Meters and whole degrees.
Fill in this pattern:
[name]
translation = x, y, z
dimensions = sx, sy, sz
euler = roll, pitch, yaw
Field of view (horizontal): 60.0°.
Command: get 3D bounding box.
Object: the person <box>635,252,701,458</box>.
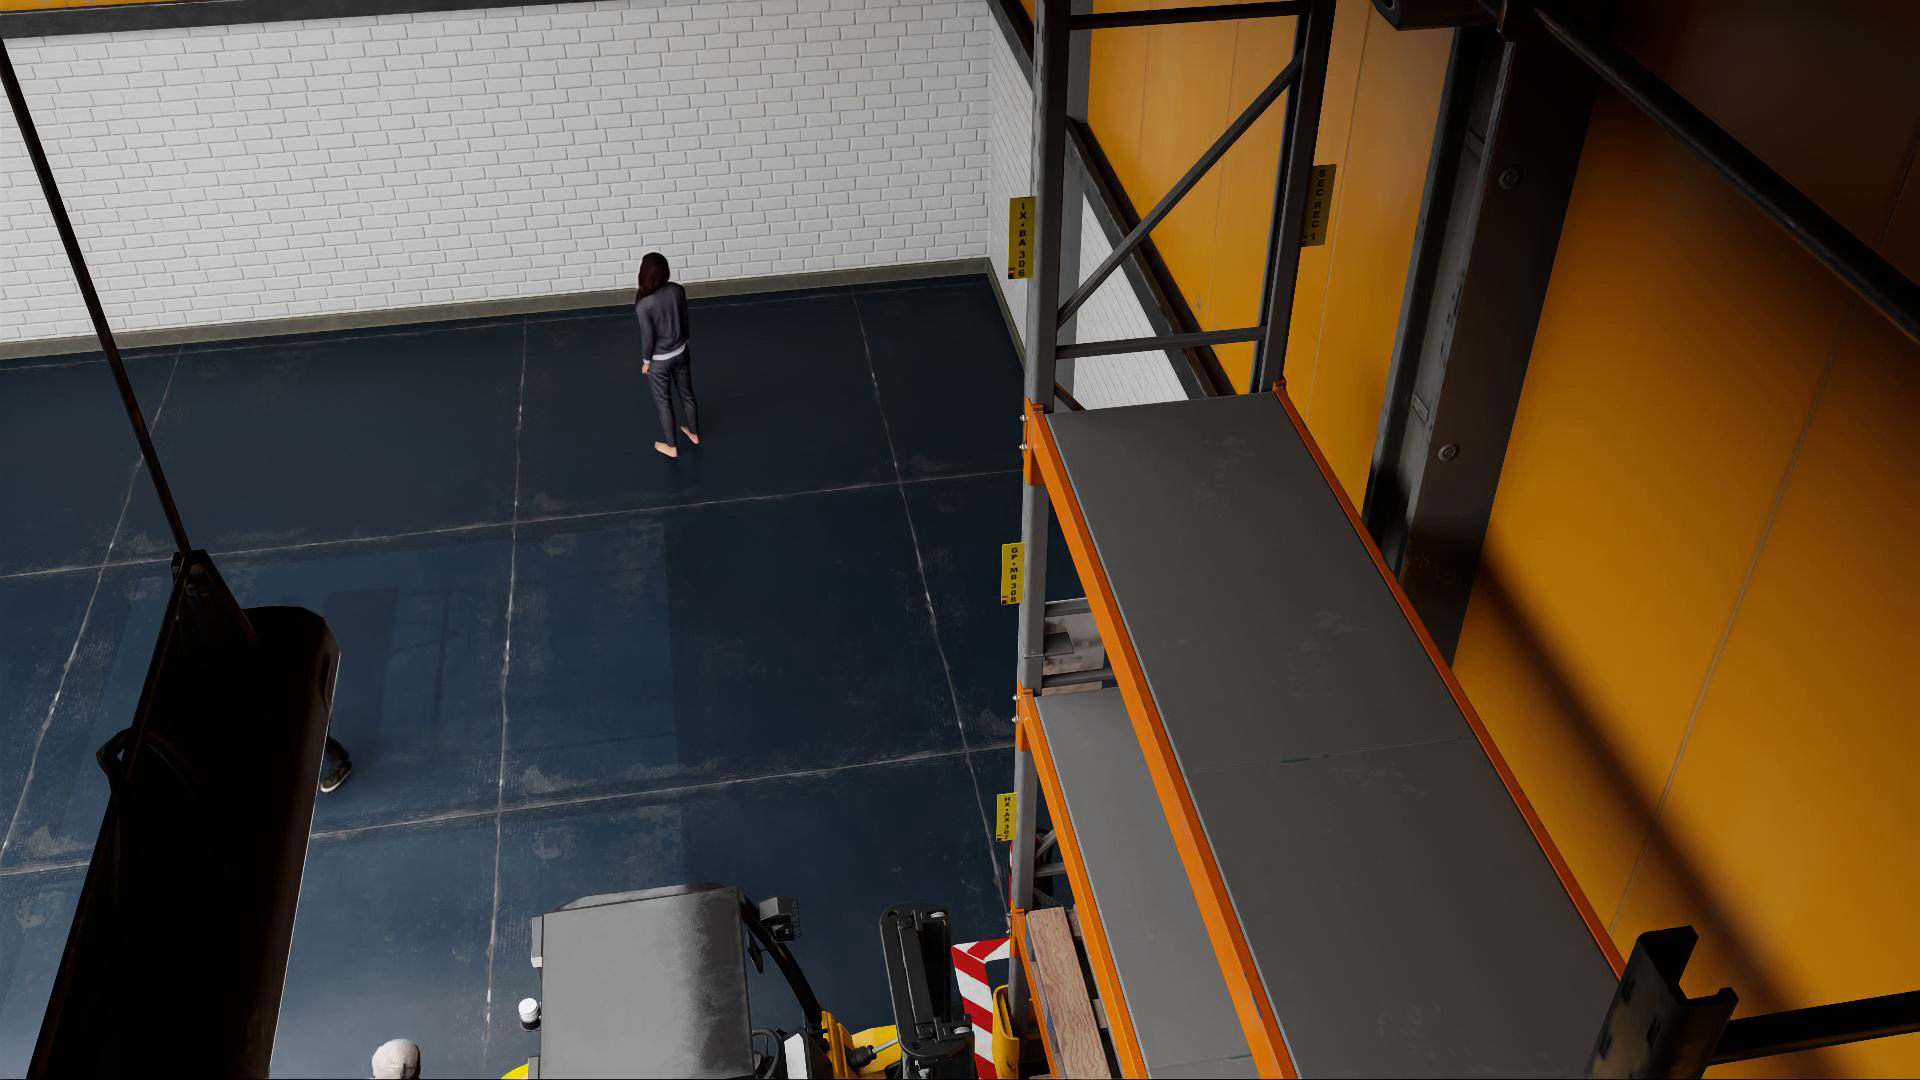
[person]
translation = -2.294, -1.464, 13.056
dimensions = 0.715, 1.767, 0.690
euler = 31, 48, 33
